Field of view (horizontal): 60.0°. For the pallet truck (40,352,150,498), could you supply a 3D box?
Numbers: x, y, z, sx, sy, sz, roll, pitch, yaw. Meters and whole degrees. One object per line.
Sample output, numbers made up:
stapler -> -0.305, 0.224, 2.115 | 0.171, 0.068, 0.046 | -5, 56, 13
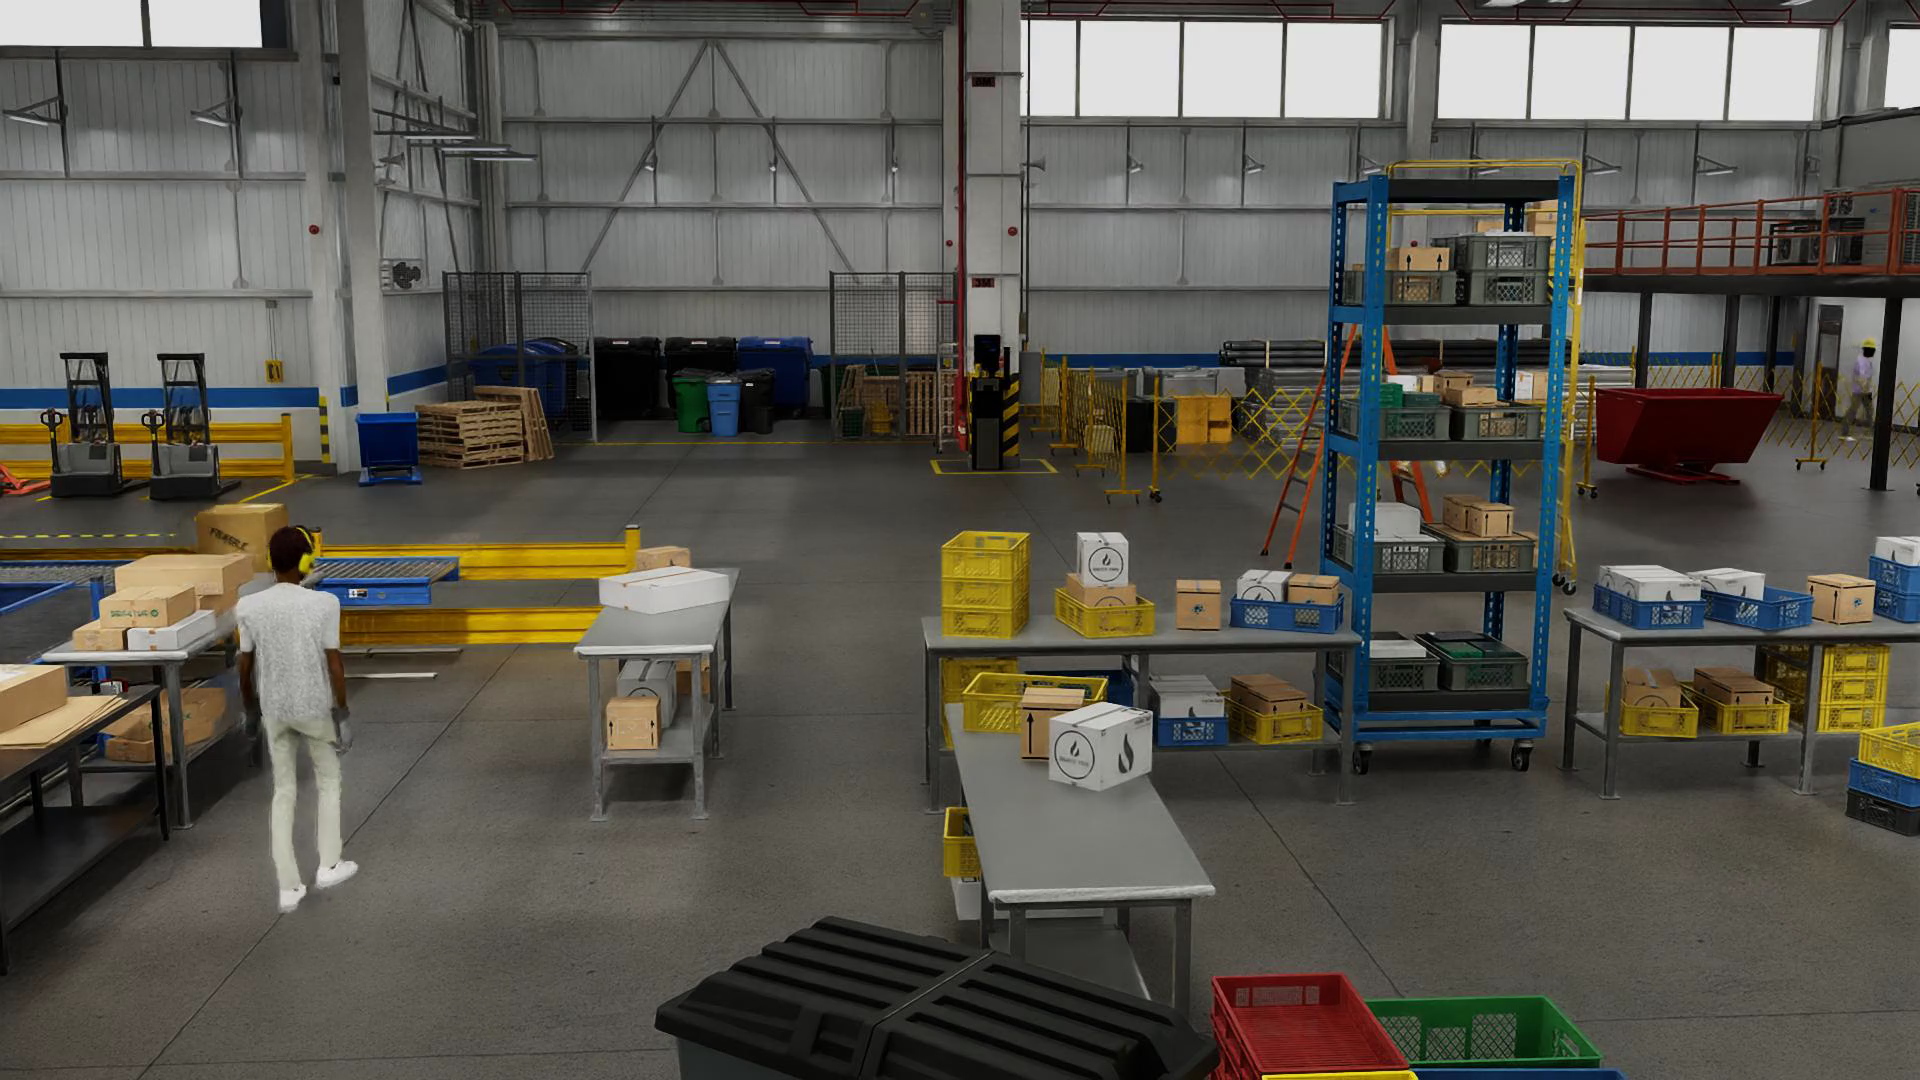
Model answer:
pallet truck -> -11.907, -1.642, 23.165 | 0.823, 1.965, 1.885 | 0, 9, 0

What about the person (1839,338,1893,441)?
person -> 16.538, -2.720, 30.292 | 0.855, 1.886, 0.596 | 9, 13, 44

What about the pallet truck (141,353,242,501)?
pallet truck -> -10.520, -1.604, 22.925 | 0.823, 1.965, 1.885 | -1, 9, -6

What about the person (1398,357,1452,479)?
person -> 6.951, -1.802, 24.761 | 0.957, 1.822, 0.624 | -3, 10, -21

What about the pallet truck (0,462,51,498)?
pallet truck -> -13.193, -1.293, 23.148 | 0.653, 1.274, 1.630 | -1, 9, -4

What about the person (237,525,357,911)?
person -> -3.215, 0.838, 8.074 | 0.579, 1.840, 0.617 | -1, 9, -5
